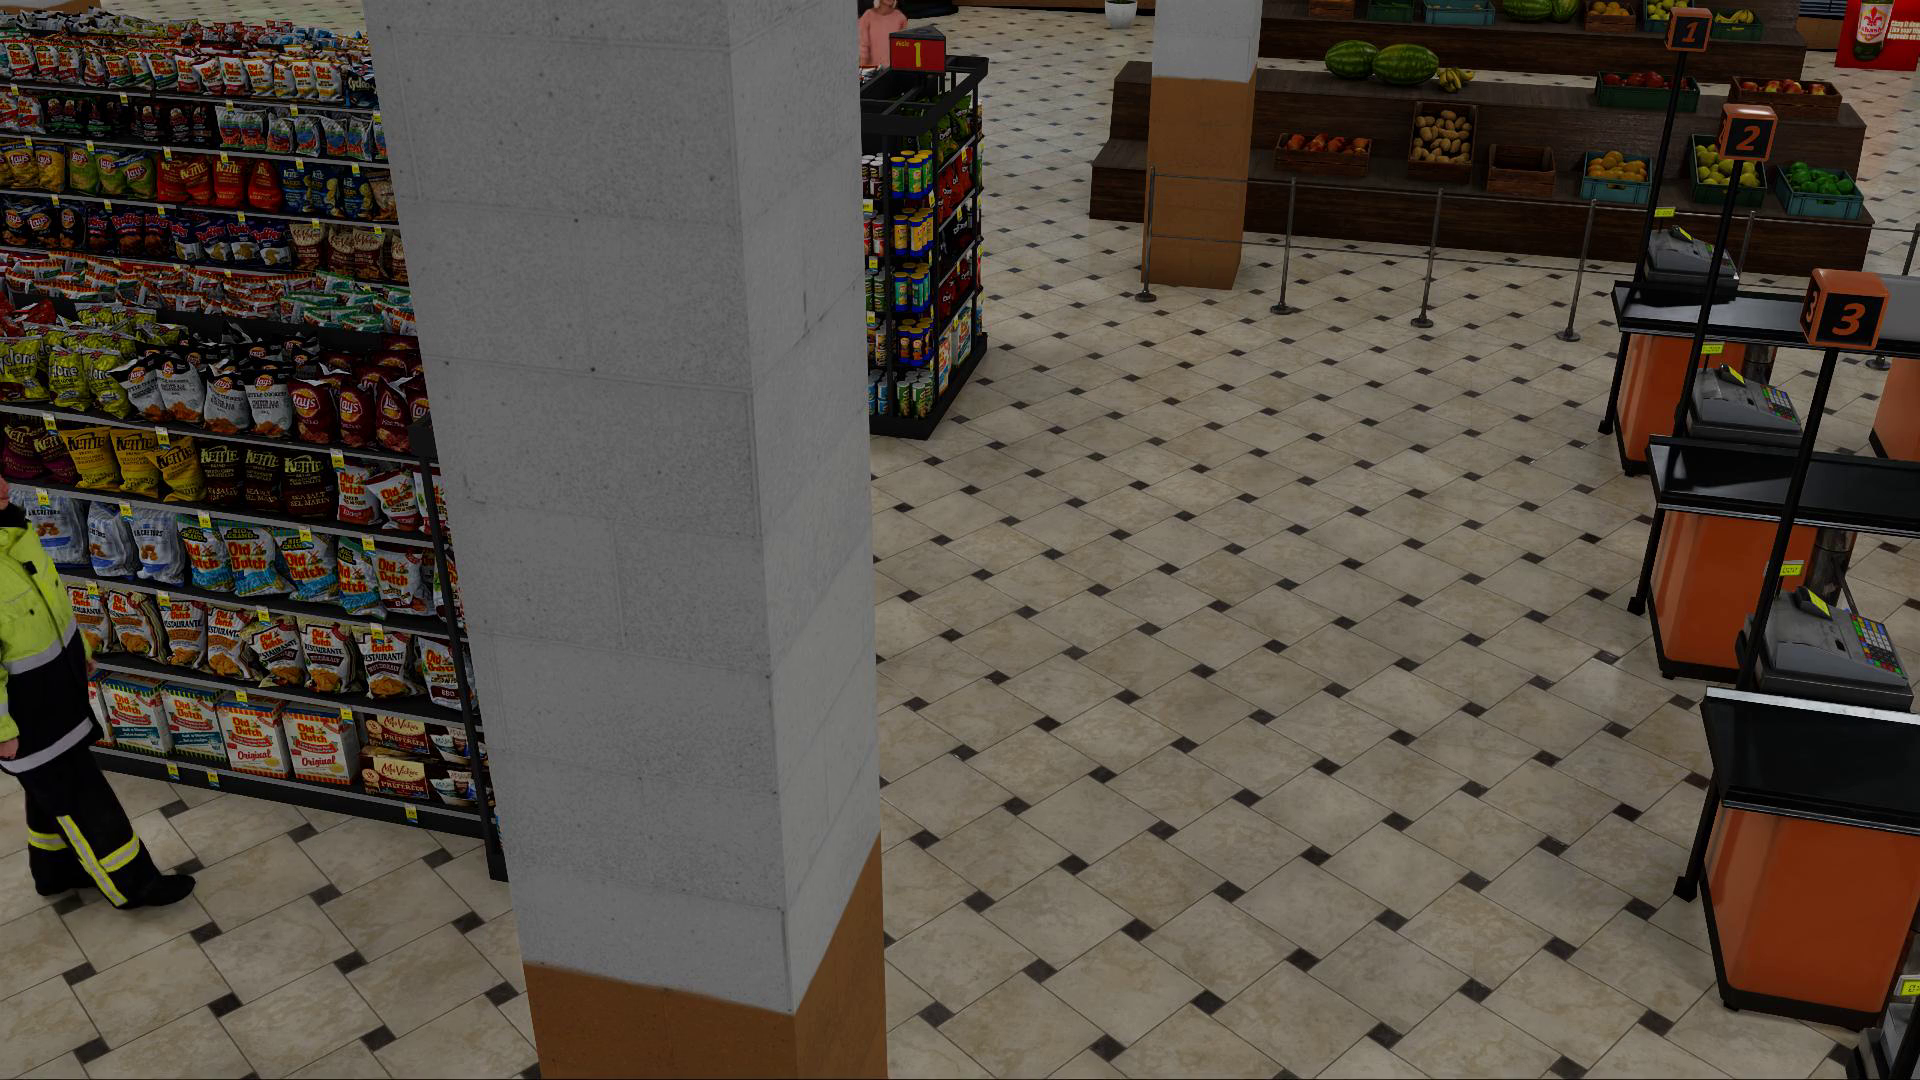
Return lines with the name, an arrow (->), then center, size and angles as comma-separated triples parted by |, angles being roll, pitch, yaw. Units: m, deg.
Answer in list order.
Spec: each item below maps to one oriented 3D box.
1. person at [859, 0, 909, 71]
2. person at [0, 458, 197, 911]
person -> -0.719, -4.237, 15.094 | 0.938, 1.706, 0.932 | -9, 30, -16
person -> -3.457, 0.536, 6.070 | 1.042, 1.976, 0.980 | -5, 29, -9
